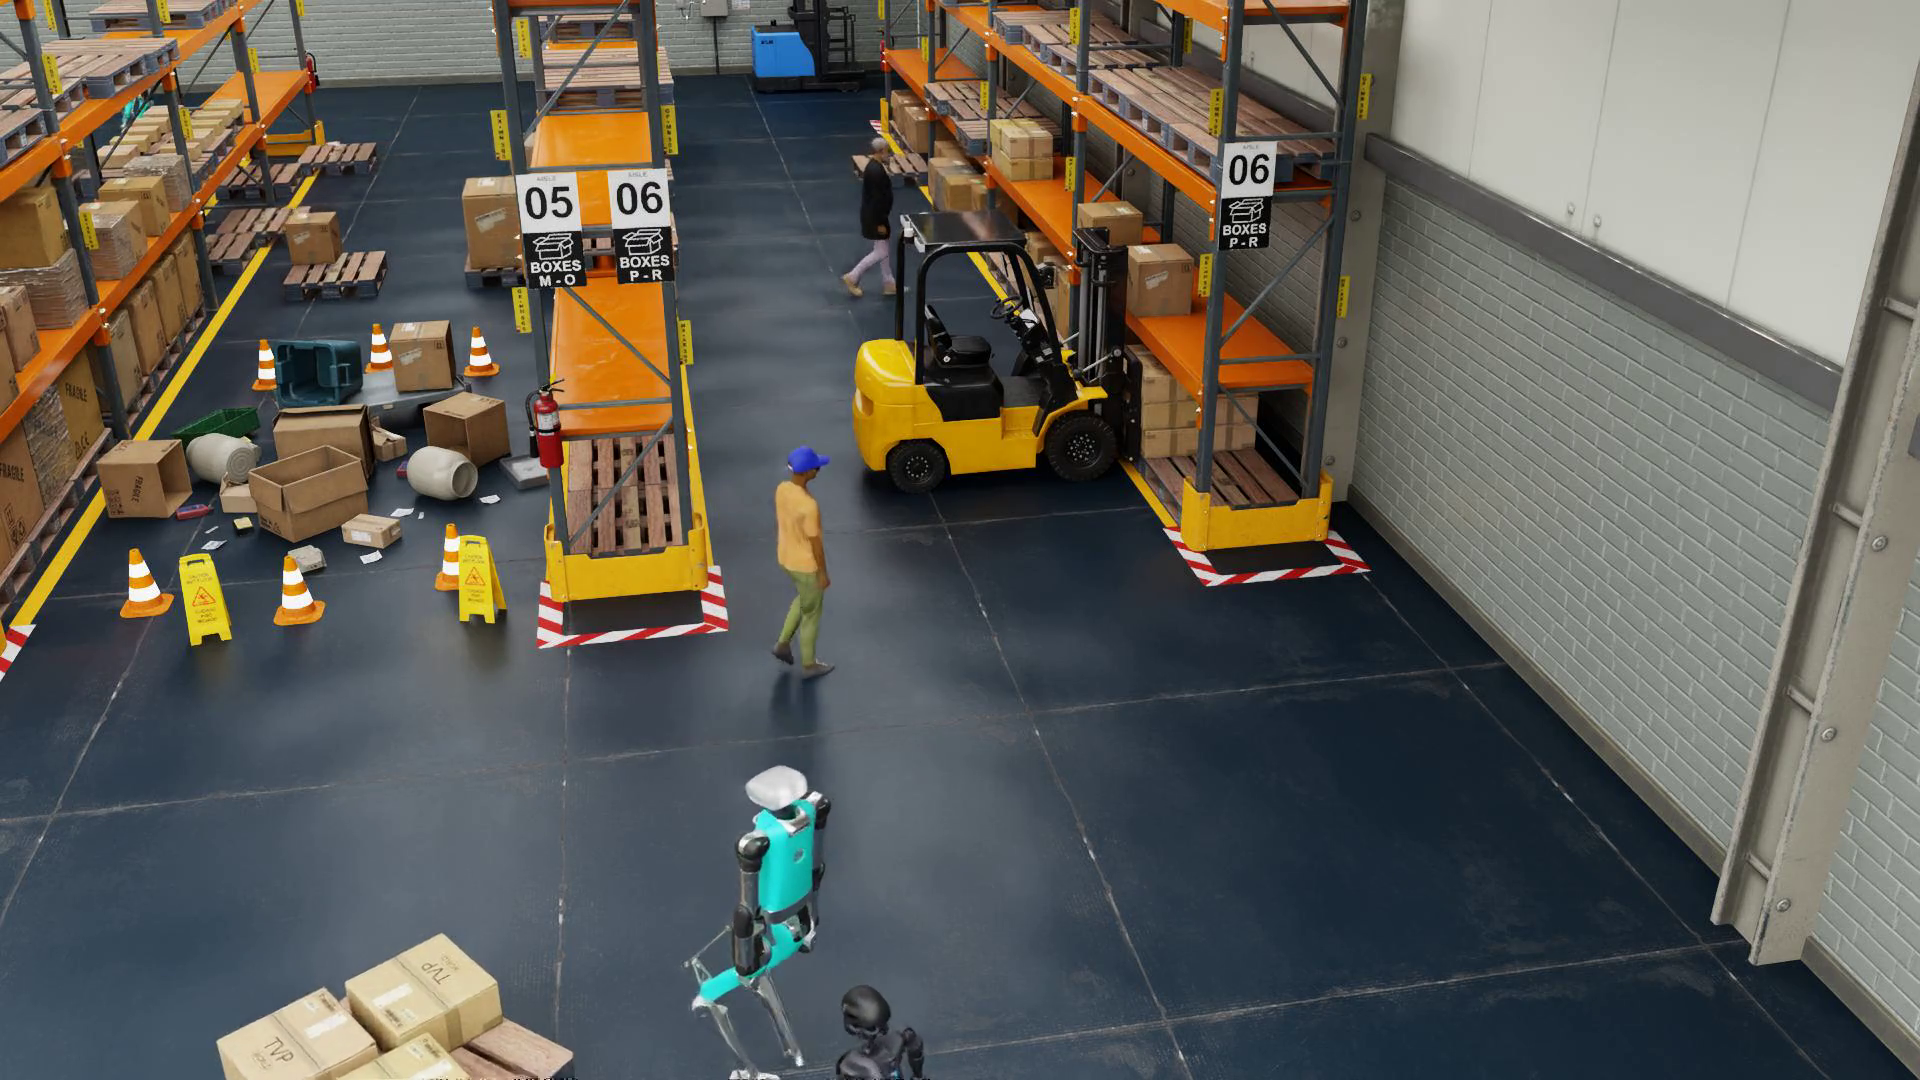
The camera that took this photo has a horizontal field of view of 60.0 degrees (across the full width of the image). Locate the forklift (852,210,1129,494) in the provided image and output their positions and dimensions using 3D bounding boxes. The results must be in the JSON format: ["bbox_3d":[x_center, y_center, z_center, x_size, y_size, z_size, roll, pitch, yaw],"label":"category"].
[{"bbox_3d":[0.216,-1.659,14.366,2.313,2.155,1.214,-5,26,-10],"label":"forklift"}]

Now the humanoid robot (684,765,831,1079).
[{"bbox_3d":[-0.958,1.788,7.696,0.673,1.775,0.566,18,31,33],"label":"humanoid robot"}]

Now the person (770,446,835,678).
[{"bbox_3d":[-1.039,0.151,11.153,0.388,1.702,0.478,-18,31,-33],"label":"person"}]

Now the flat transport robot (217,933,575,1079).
[{"bbox_3d":[-2.521,2.675,7.559,0.659,0.231,1.431,15,29,28],"label":"flat transport robot"}]

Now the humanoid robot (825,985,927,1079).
[{"bbox_3d":[-0.314,2.431,6.447,0.326,1.649,0.608,21,33,36],"label":"humanoid robot"}]

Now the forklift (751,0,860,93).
[{"bbox_3d":[-2.872,-9.679,30.288,1.873,2.768,1.129,-5,26,-10],"label":"forklift"}]

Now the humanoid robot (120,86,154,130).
[{"bbox_3d":[-12.718,-6.781,25.557,0.562,1.767,0.779,0,26,0],"label":"humanoid robot"}]

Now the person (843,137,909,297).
[{"bbox_3d":[-0.960,-3.658,18.939,0.710,1.835,0.562,-2,26,-4],"label":"person"}]
